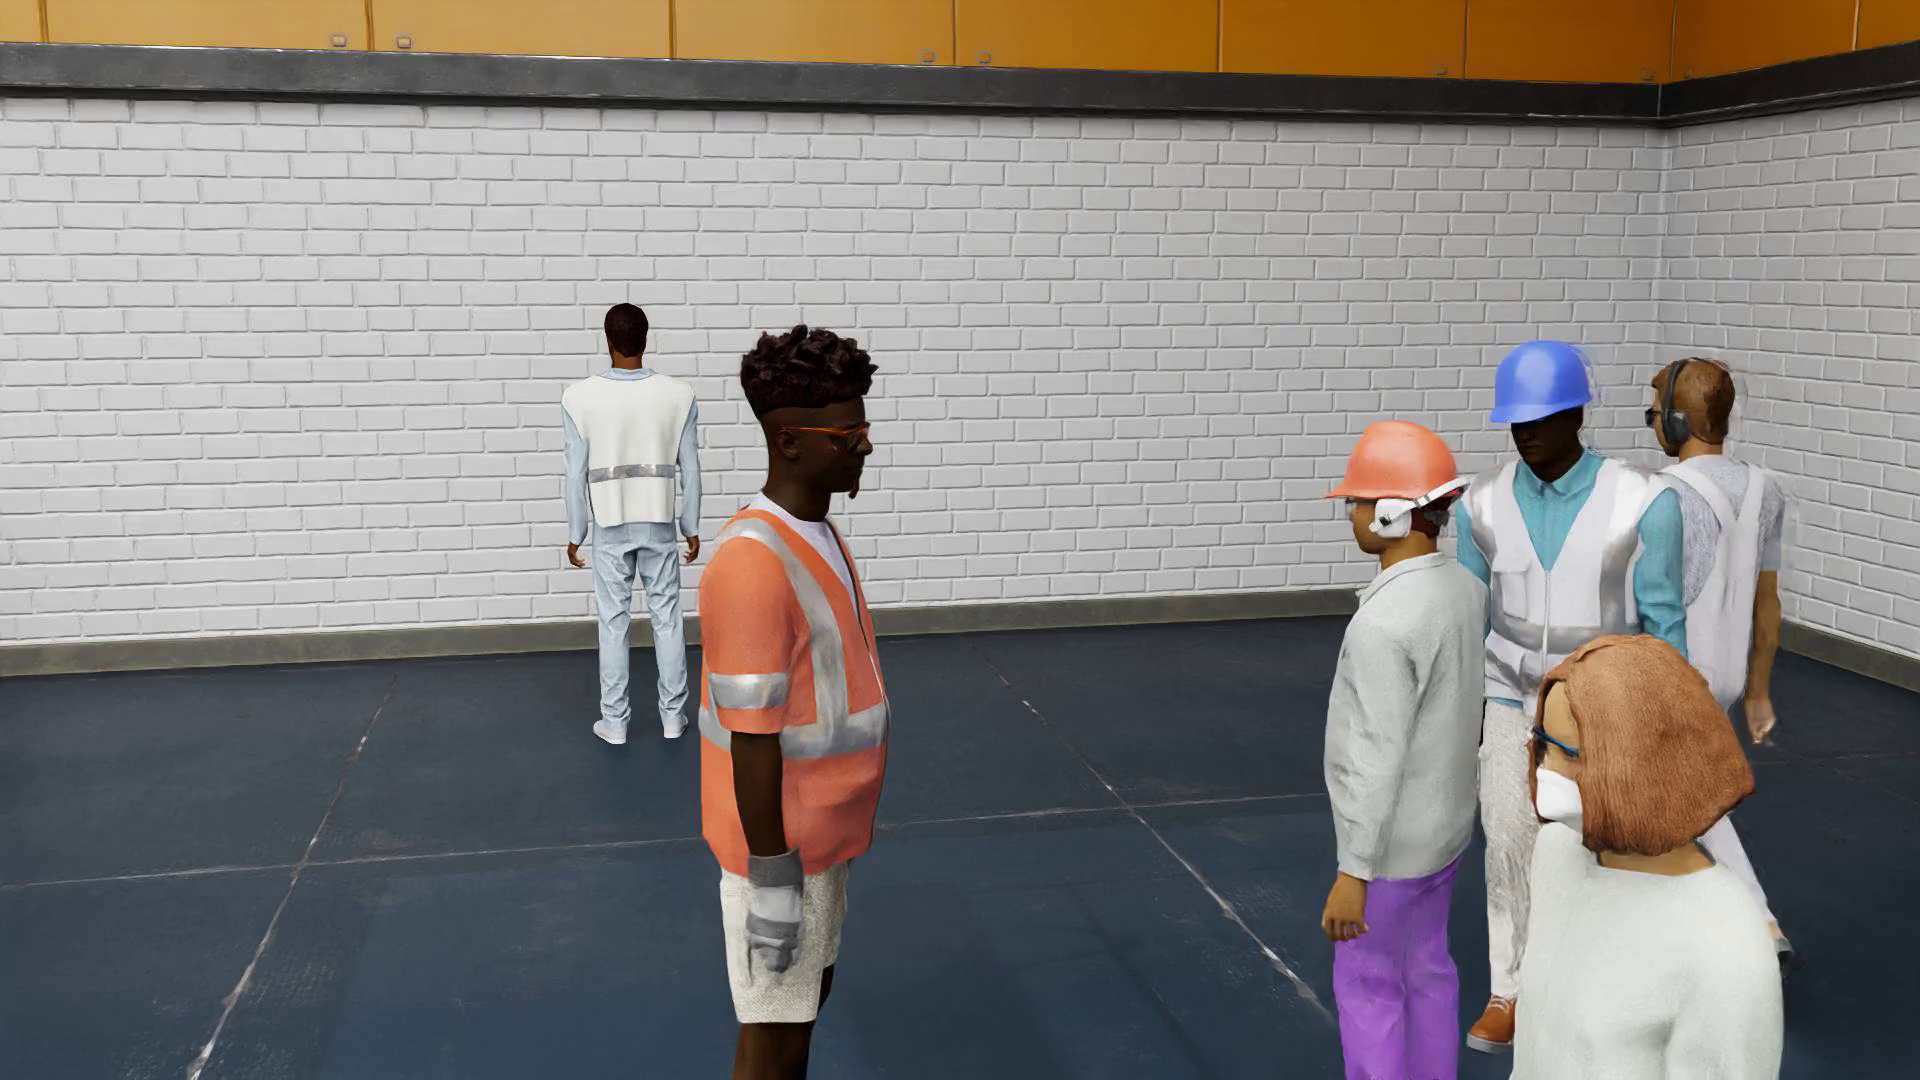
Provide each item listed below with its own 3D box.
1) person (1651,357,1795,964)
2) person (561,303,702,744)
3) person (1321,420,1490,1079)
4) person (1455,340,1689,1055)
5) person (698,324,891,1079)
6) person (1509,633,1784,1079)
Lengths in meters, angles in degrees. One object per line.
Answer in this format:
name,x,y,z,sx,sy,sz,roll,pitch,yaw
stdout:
person,2.035,0.410,4.631,0.499,1.827,0.467,-4,10,-23
person,-1.416,-0.064,7.245,0.594,1.917,0.387,-3,10,-19
person,0.939,0.612,3.633,0.333,1.753,0.570,7,11,35
person,1.643,0.409,4.459,0.625,1.901,0.787,7,12,37
person,-0.318,0.562,3.279,0.361,1.963,0.612,1,9,6
person,0.836,0.919,2.140,0.272,1.627,0.502,-1,9,-6
